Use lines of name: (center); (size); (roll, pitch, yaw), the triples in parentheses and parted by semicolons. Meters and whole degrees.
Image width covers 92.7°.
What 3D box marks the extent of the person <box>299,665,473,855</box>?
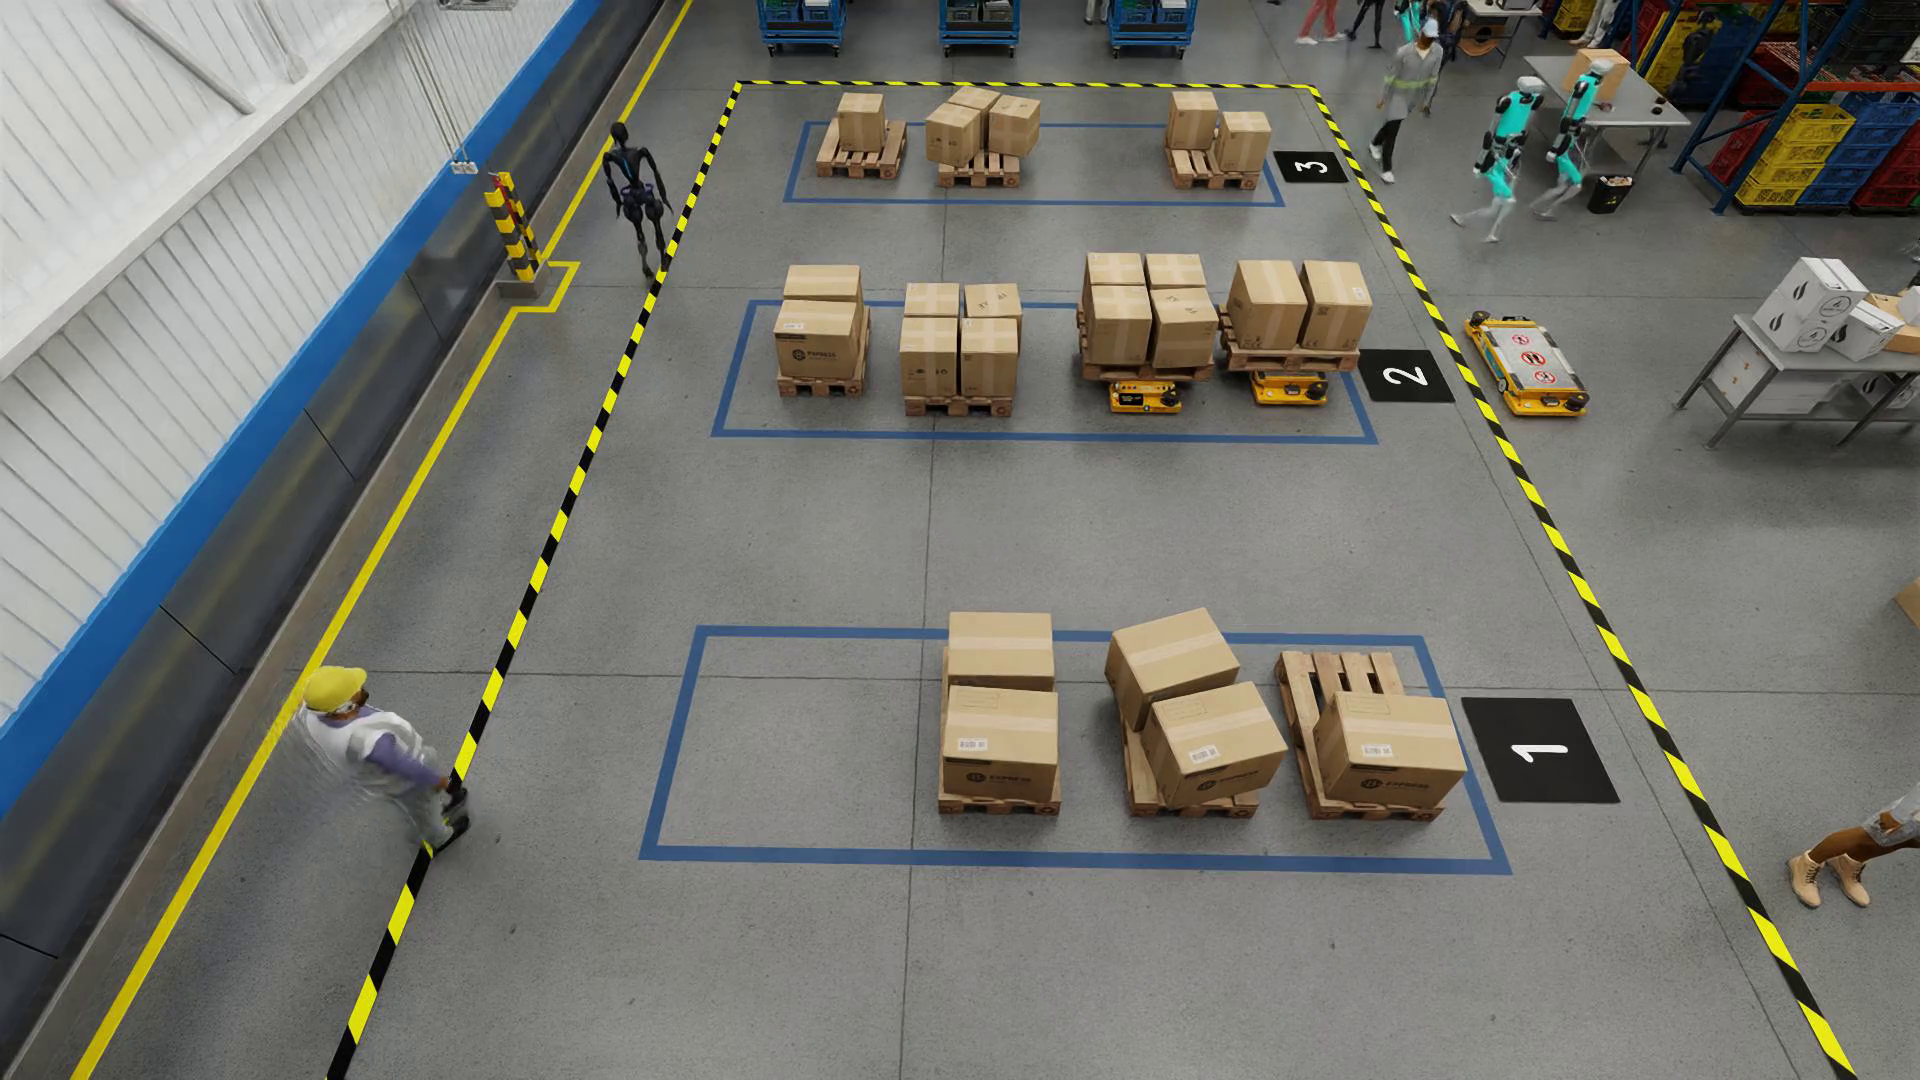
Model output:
person: (-3.295, 1.277, 5.401); (0.625, 1.814, 0.549); (23, 53, 19)

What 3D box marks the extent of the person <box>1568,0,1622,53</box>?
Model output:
person: (9.727, -8.242, 13.627); (0.431, 1.843, 0.622); (5, 49, 4)

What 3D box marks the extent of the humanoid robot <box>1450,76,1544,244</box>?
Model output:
humanoid robot: (6.086, -4.062, 10.123); (0.546, 1.779, 1.053); (-12, 50, -10)

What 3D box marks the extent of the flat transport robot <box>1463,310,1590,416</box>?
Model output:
flat transport robot: (5.573, -1.757, 9.054); (0.659, 0.231, 1.431); (1, 49, 1)

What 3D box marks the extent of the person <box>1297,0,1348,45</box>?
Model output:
person: (5.700, -8.462, 13.789); (0.788, 1.887, 0.607); (12, 50, 10)

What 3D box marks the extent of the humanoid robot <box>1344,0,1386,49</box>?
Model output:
humanoid robot: (6.348, -8.363, 13.888); (0.610, 1.615, 0.793); (-26, 54, -21)

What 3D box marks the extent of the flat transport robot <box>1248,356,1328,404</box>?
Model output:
flat transport robot: (3.175, -1.891, 9.152); (0.652, 0.197, 1.431); (1, 49, 1)

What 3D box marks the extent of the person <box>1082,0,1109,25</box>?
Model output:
person: (2.257, -9.087, 14.368); (0.569, 1.831, 0.413); (-8, 50, -7)

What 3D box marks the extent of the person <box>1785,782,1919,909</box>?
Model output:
person: (5.476, 1.507, 5.055); (0.606, 2.047, 0.367); (1, 49, 0)

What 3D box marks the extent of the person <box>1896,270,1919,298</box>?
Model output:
person: (10.366, -3.178, 9.250); (0.339, 1.839, 0.503); (-31, 56, -24)

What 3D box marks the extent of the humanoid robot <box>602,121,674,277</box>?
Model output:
humanoid robot: (-3.364, -3.536, 9.660); (0.599, 1.638, 0.502); (-7, 49, -6)

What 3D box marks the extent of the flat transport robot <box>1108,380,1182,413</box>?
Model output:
flat transport robot: (1.773, -1.807, 9.079); (0.652, 0.197, 1.431); (1, 49, 1)

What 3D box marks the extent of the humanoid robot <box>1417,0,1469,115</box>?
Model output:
humanoid robot: (6.468, -6.686, 12.416); (0.610, 1.631, 0.760); (2, 49, 1)

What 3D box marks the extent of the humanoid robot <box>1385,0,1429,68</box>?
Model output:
humanoid robot: (6.579, -7.603, 13.141); (0.542, 1.800, 0.664); (-15, 51, -13)

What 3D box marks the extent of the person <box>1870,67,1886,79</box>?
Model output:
person: (13.669, -7.579, 13.011); (0.564, 1.898, 0.426); (-23, 53, -19)

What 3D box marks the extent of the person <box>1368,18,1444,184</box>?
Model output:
person: (5.444, -5.412, 11.203); (0.593, 1.801, 0.995); (-4, 49, -3)

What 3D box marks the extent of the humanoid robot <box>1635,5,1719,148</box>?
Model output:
humanoid robot: (9.224, -5.868, 11.690); (0.489, 1.626, 0.627); (34, 57, 26)

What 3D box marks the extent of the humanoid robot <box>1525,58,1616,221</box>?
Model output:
humanoid robot: (7.073, -4.437, 10.416); (0.561, 1.802, 0.757); (-35, 58, -27)

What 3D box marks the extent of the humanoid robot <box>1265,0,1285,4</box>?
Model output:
humanoid robot: (5.409, -9.669, 14.982); (0.589, 1.647, 0.449); (-37, 58, -27)

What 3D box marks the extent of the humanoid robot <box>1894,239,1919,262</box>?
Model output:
humanoid robot: (10.988, -3.727, 9.797); (0.706, 1.804, 0.549); (11, 50, 9)
